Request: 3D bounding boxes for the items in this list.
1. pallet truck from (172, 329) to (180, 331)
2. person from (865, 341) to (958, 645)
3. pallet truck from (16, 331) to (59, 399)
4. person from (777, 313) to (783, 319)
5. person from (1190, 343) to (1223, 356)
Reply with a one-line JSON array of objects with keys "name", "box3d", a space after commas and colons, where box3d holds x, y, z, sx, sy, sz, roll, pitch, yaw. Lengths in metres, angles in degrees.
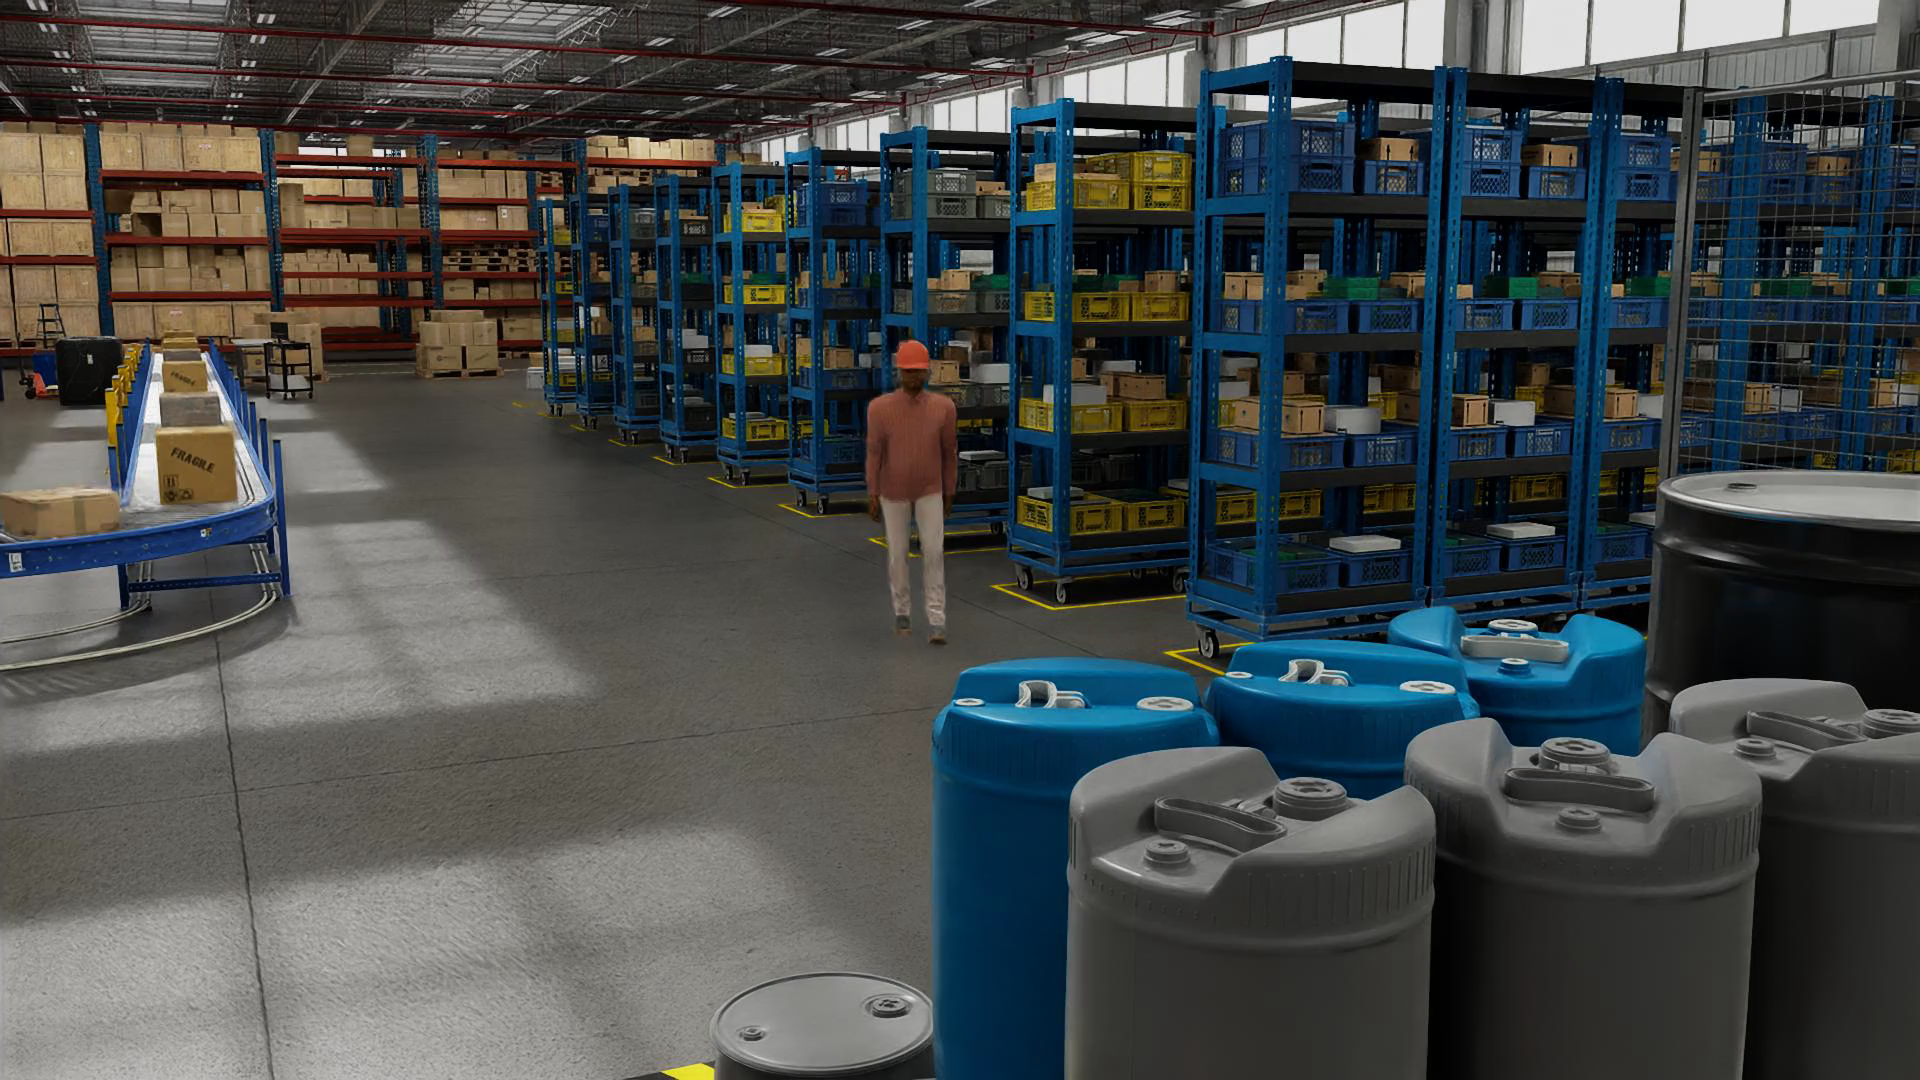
[{"name": "pallet truck", "box3d": [-17.275, -3.851, 35.096, 1.601, 1.201, 0.680, 0, 9, 1]}, {"name": "person", "box3d": [-0.304, -0.295, 10.779, 0.620, 1.955, 0.938, -1, 9, -6]}, {"name": "pallet truck", "box3d": [-17.082, -3.353, 31.781, 1.630, 1.274, 0.653, -4, 10, -25]}, {"name": "person", "box3d": [-5.421, -6.242, 48.356, 0.872, 1.721, 0.552, -5, 10, -27]}, {"name": "person", "box3d": [3.445, -2.243, 23.241, 0.600, 1.831, 0.404, 5, 11, 30]}]
